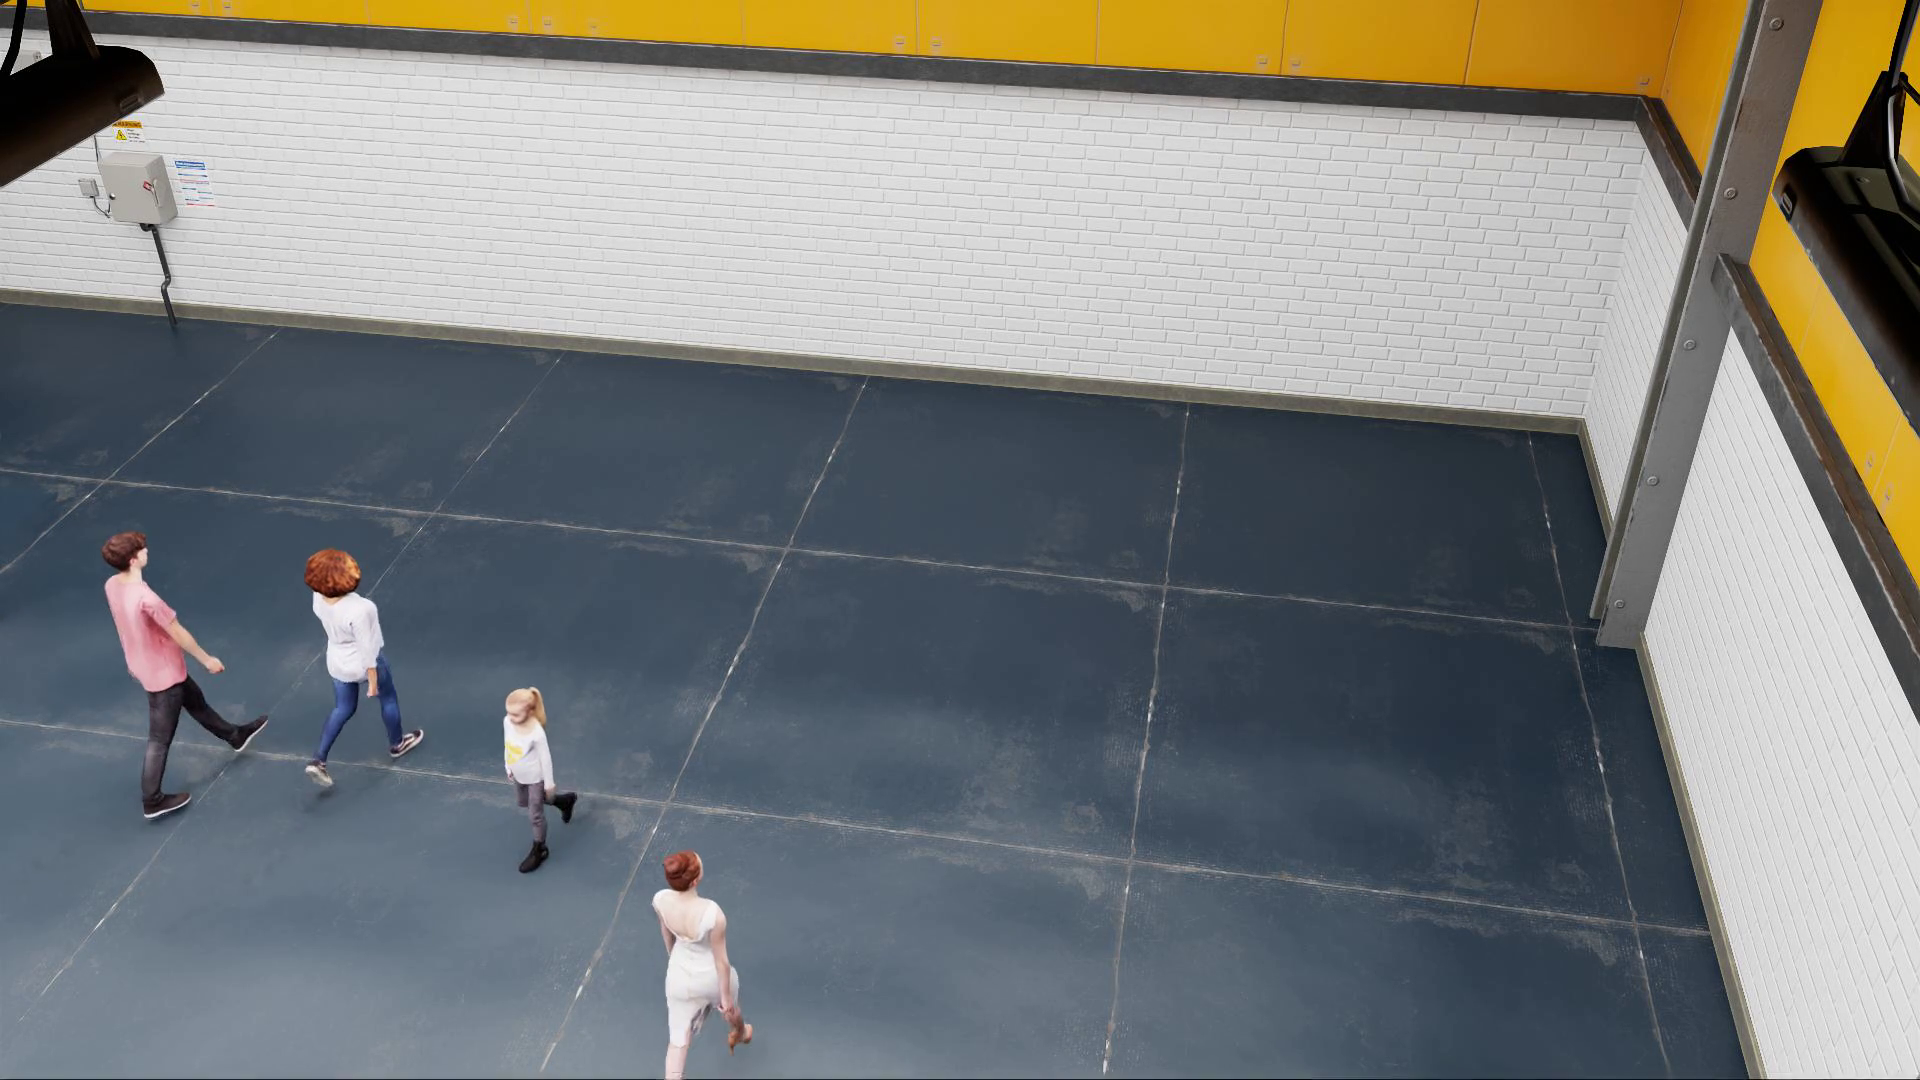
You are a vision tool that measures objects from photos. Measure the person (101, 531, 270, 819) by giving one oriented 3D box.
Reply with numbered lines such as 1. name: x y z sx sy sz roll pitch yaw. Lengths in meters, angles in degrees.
1. person: -5.031 0.880 10.272 1.034 1.908 1.303 24 40 31

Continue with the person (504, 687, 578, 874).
1. person: -2.560 1.386 10.090 0.697 1.267 0.853 22 40 30

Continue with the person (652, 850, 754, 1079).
1. person: -1.363 2.287 8.303 0.732 1.745 1.144 13 36 18

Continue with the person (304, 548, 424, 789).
1. person: -3.916 0.825 10.564 0.815 1.677 1.117 16 37 23
